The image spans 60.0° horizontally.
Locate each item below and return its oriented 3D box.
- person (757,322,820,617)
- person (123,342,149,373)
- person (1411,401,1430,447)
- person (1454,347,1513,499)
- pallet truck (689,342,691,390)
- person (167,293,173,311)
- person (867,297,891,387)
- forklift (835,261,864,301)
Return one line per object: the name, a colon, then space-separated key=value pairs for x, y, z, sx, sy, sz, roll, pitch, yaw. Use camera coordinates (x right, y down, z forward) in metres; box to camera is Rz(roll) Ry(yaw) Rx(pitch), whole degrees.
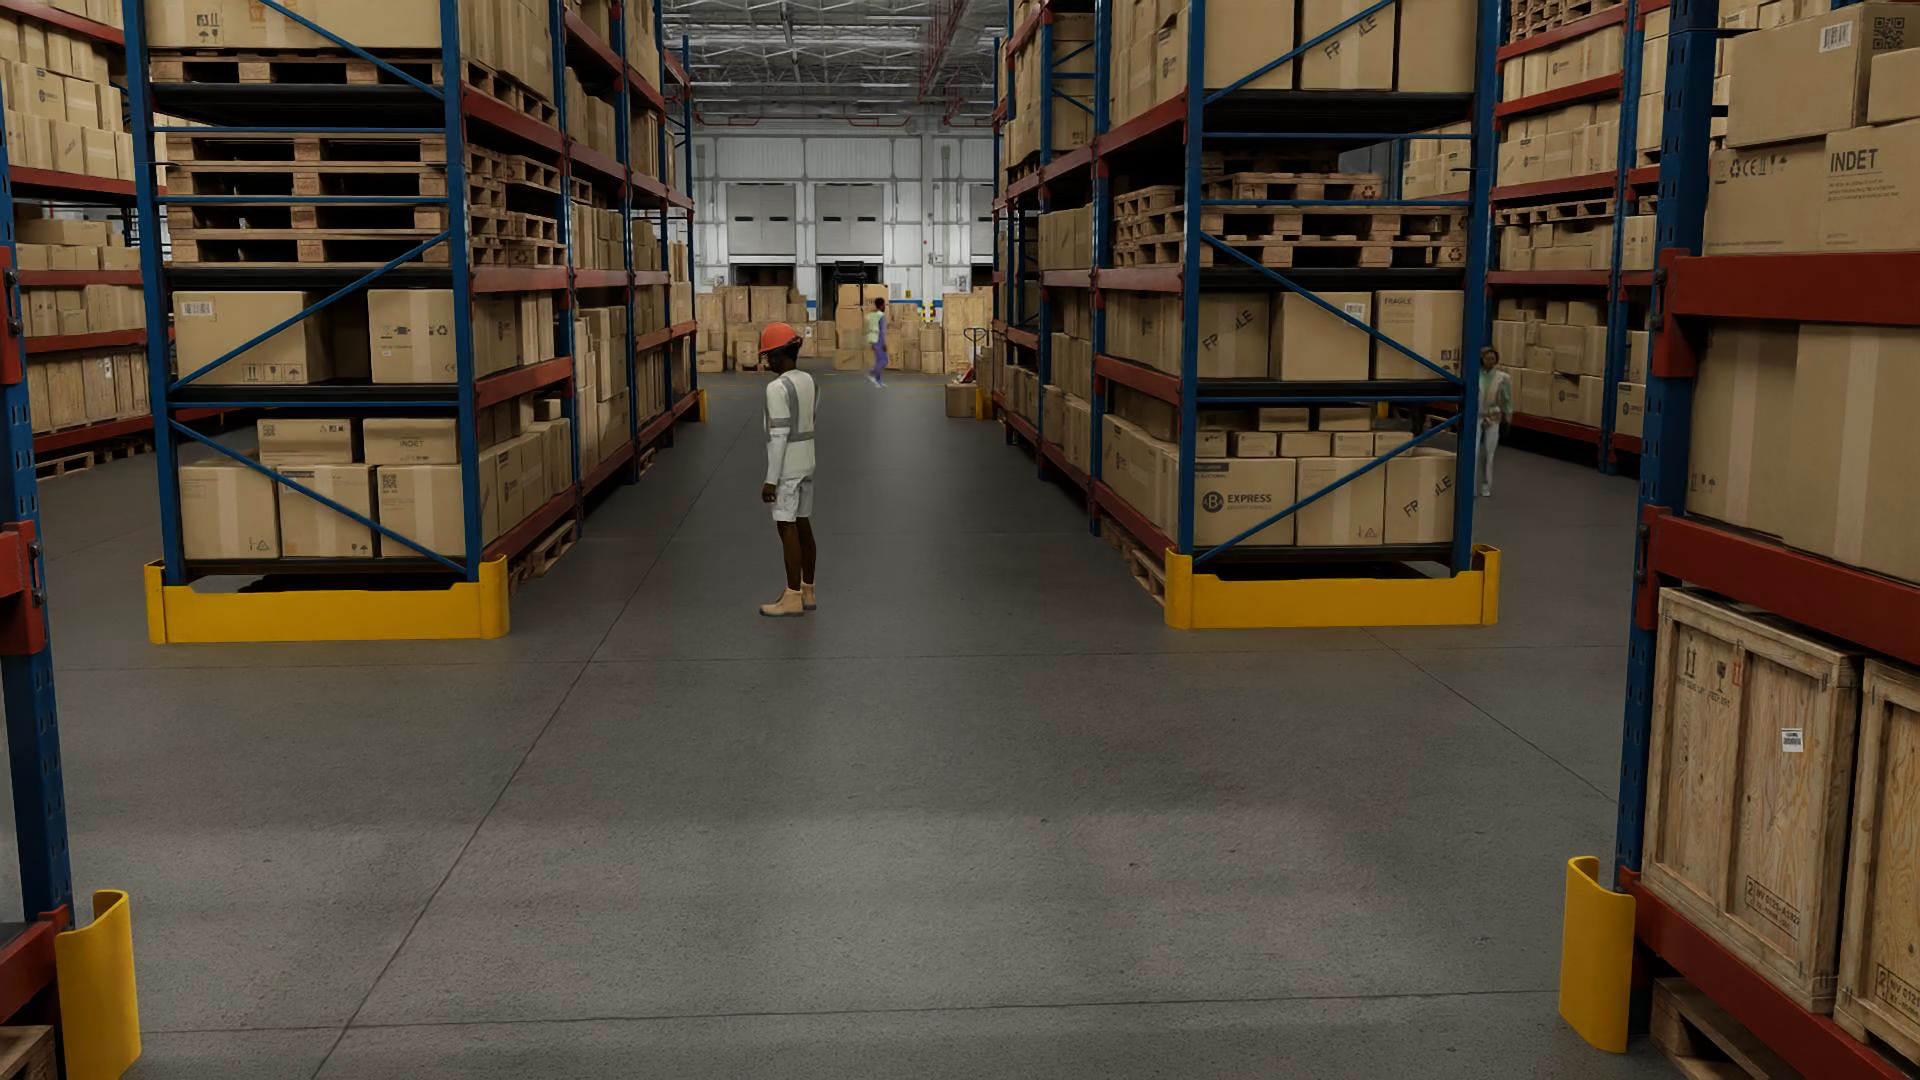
person: x=-1.203 y=-0.481 z=11.500 sx=0.386 sy=2.034 sz=0.604 roll=3 pitch=10 yaw=19
person: x=-13.653 y=-3.002 z=27.668 sx=0.607 sy=1.935 sz=0.914 roll=6 pitch=11 yaw=34
person: x=6.234 y=-2.177 z=22.441 sx=0.633 sy=1.947 sz=1.016 roll=0 pitch=9 yaw=-2
person: x=5.511 y=-1.219 z=17.469 sx=0.559 sy=1.602 sz=0.765 roll=2 pitch=9 yaw=11
pallet truck: x=-5.225 y=-3.008 z=27.480 sx=1.885 sy=1.965 sz=0.823 roll=2 pitch=9 yaw=14
person: x=-29.654 y=-8.603 z=62.671 sx=0.419 sy=1.984 sz=0.620 roll=-7 pitch=11 yaw=-36
person: x=-1.699 y=-4.158 z=34.989 sx=0.441 sy=1.904 sz=0.621 roll=-5 pitch=10 yaw=-27
forklift: x=-3.584 y=-7.683 z=54.074 sx=1.129 sy=2.768 sz=1.873 roll=-1 pitch=9 yaw=-4
